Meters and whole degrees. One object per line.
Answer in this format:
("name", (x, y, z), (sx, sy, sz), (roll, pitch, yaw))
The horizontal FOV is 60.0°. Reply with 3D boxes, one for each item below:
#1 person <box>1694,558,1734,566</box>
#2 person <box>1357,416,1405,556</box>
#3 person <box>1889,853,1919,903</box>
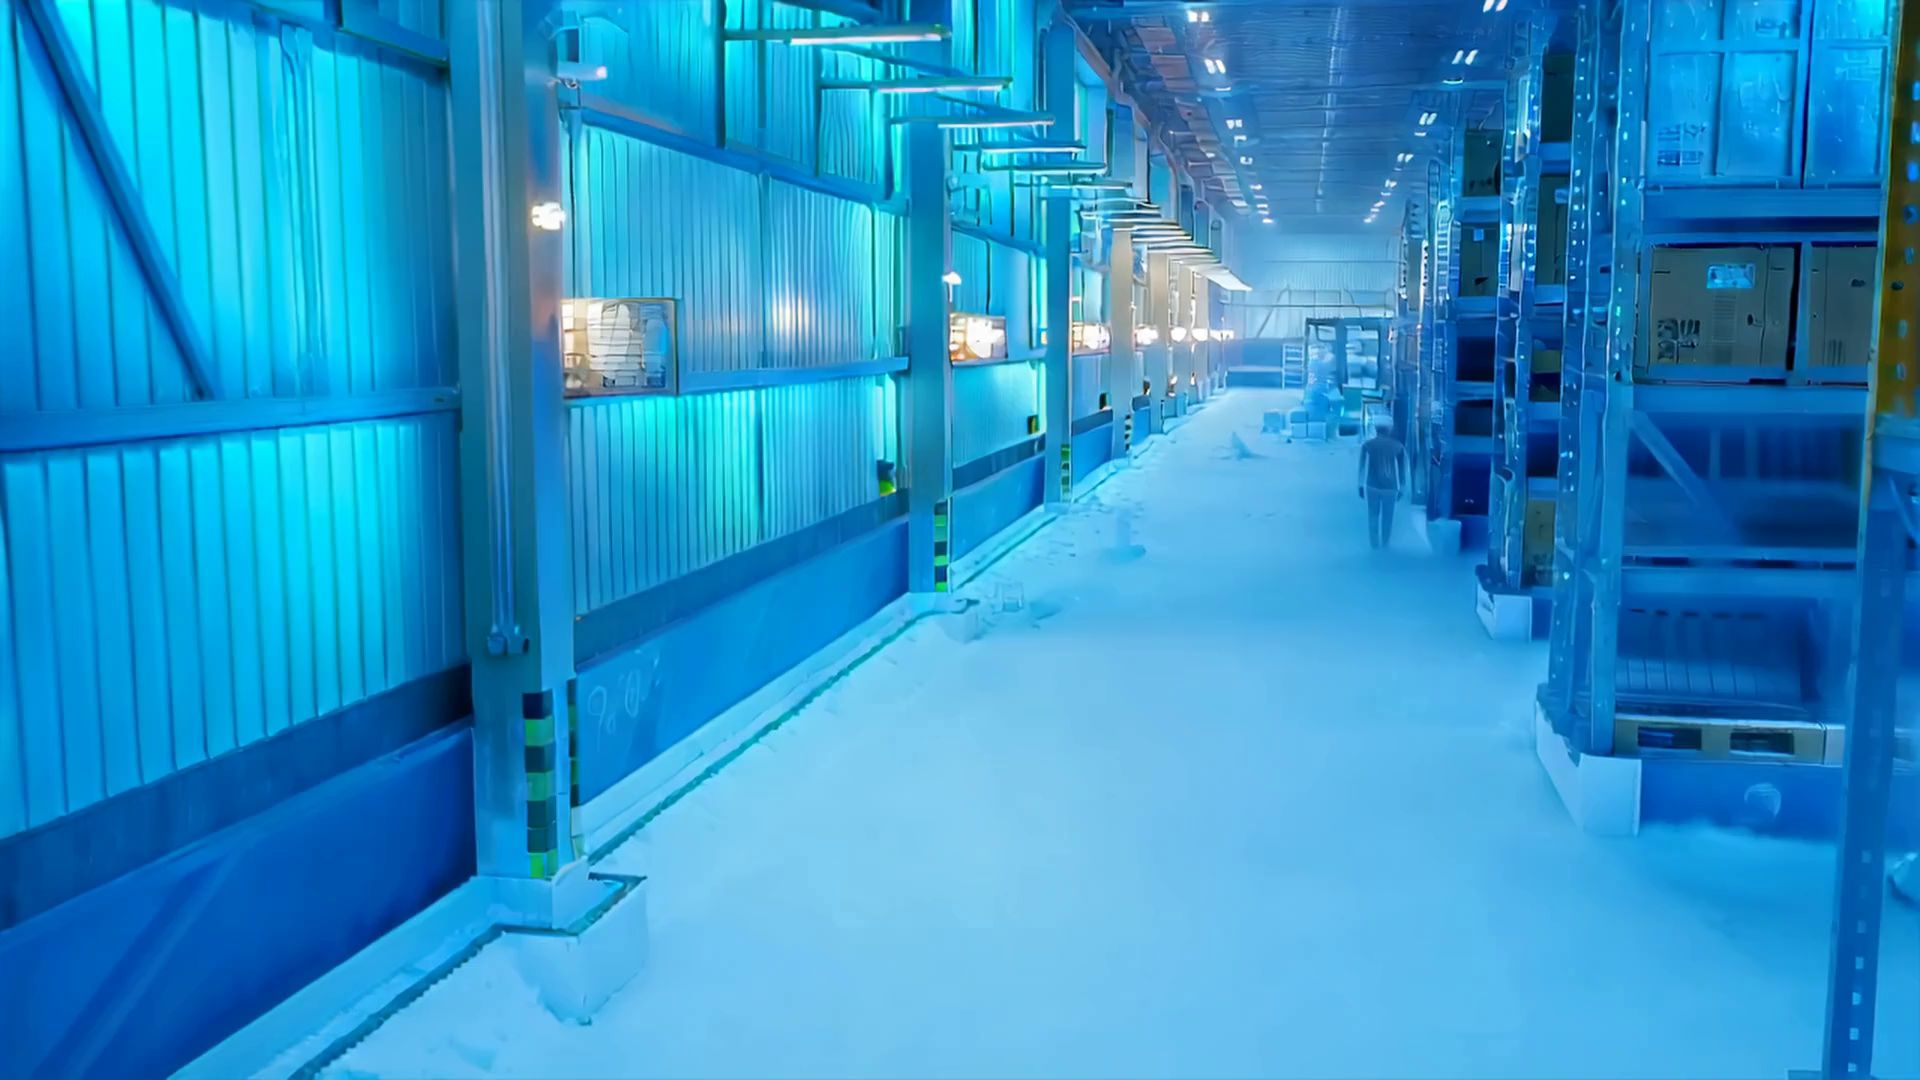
("person", (6.709, 0.413, 14.662), (0.741, 1.730, 0.570), (5, 9, 35))
("person", (5.886, -0.768, 23.278), (0.638, 1.941, 1.019), (1, 7, 12))
("person", (5.150, 1.219, 8.590), (0.435, 1.624, 0.538), (5, 9, 34))
